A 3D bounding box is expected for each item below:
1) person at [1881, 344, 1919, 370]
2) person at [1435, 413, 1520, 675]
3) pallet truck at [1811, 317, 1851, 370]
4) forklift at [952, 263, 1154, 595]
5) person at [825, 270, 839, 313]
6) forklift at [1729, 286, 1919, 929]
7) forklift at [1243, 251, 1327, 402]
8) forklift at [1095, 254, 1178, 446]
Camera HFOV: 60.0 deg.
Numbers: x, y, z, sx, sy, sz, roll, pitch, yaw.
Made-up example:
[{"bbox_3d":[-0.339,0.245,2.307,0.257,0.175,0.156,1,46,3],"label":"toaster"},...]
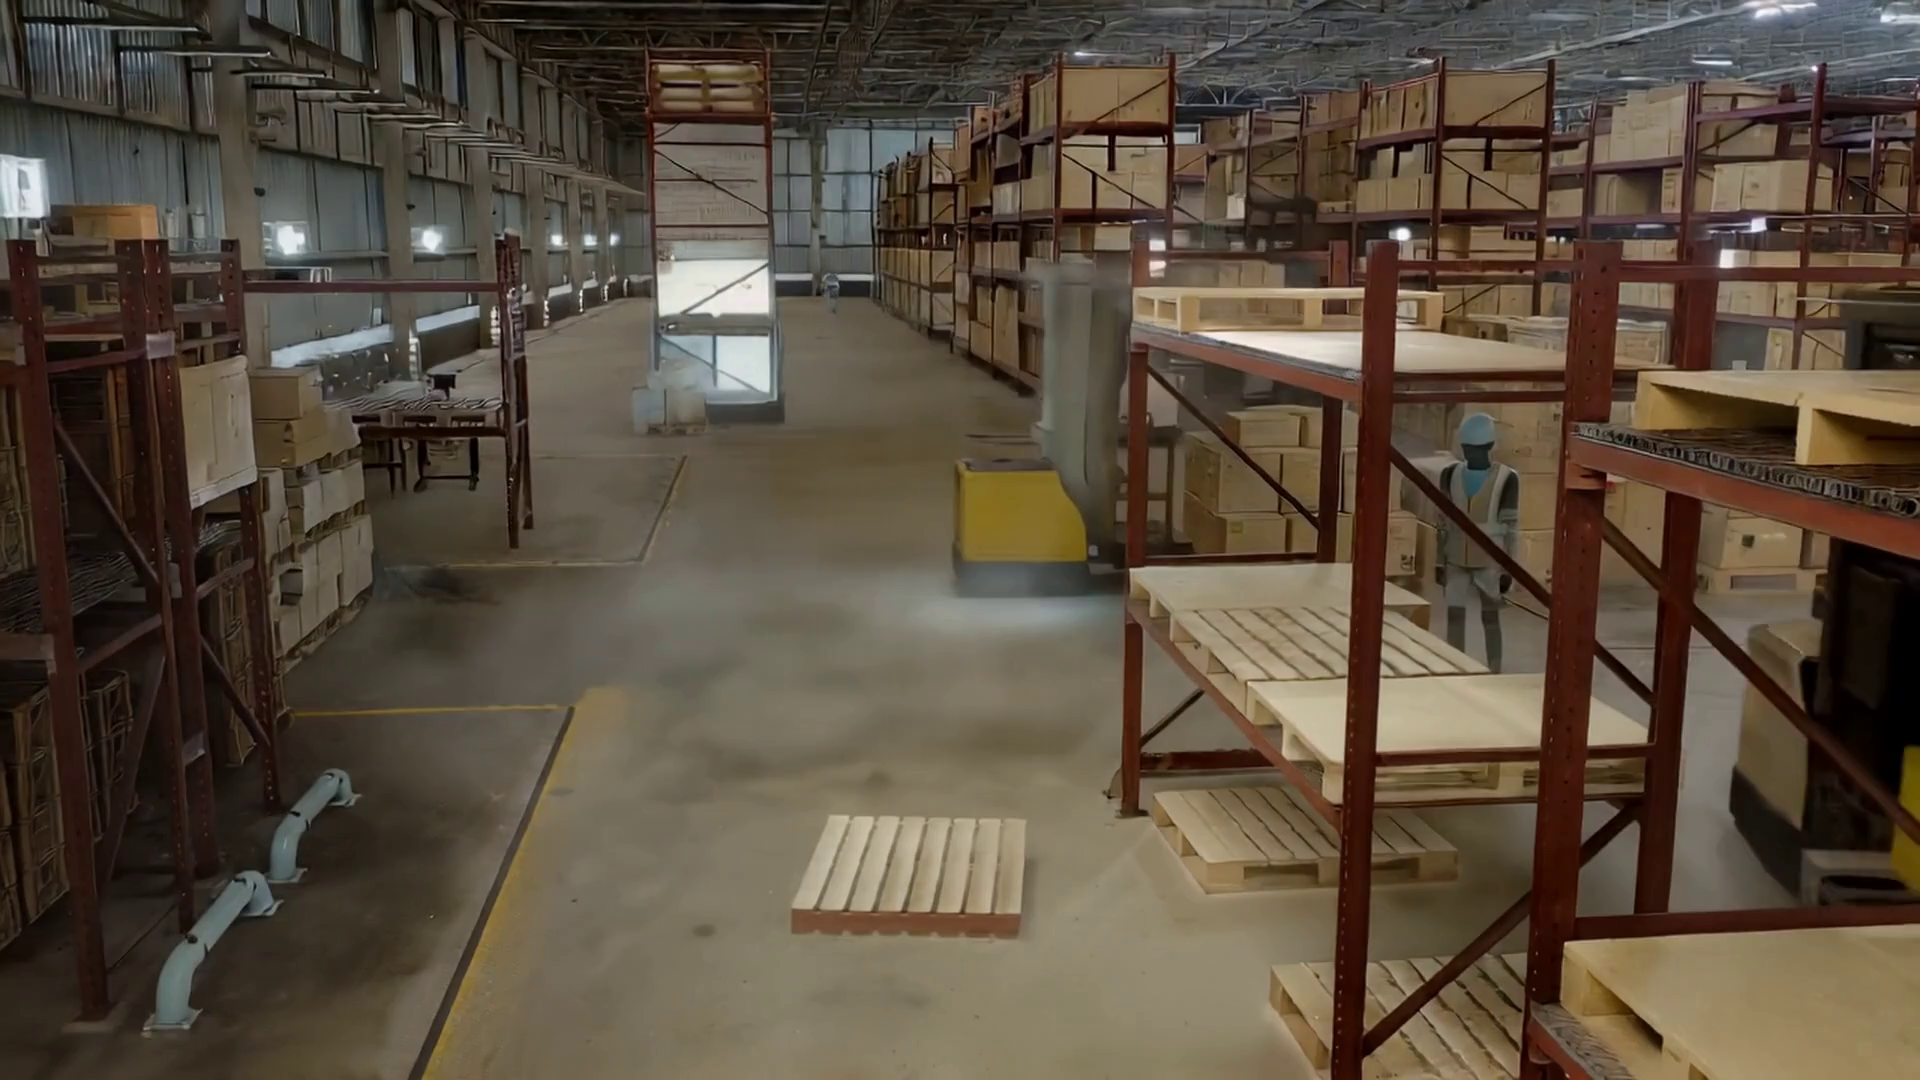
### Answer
[{"bbox_3d":[14.685,-2.573,25.900,0.616,1.901,0.449,10,14,44],"label":"person"},{"bbox_3d":[3.352,0.129,10.877,0.542,1.928,0.400,9,13,40],"label":"person"},{"bbox_3d":[15.846,-3.142,28.793,1.885,1.965,0.823,2,10,12],"label":"pallet truck"},{"bbox_3d":[0.901,-1.002,14.486,1.873,2.768,1.129,-1,10,-6],"label":"forklift"},{"bbox_3d":[-5.365,-10.437,69.778,0.580,1.800,0.995,-2,10,-11],"label":"person"},{"bbox_3d":[4.405,0.254,7.526,1.129,2.768,1.873,1,10,8],"label":"forklift"},{"bbox_3d":[6.458,-4.077,31.521,1.873,2.768,1.129,-8,13,-36],"label":"forklift"},{"bbox_3d":[2.225,-2.813,24.522,1.873,2.768,1.129,-1,10,-6],"label":"forklift"}]
